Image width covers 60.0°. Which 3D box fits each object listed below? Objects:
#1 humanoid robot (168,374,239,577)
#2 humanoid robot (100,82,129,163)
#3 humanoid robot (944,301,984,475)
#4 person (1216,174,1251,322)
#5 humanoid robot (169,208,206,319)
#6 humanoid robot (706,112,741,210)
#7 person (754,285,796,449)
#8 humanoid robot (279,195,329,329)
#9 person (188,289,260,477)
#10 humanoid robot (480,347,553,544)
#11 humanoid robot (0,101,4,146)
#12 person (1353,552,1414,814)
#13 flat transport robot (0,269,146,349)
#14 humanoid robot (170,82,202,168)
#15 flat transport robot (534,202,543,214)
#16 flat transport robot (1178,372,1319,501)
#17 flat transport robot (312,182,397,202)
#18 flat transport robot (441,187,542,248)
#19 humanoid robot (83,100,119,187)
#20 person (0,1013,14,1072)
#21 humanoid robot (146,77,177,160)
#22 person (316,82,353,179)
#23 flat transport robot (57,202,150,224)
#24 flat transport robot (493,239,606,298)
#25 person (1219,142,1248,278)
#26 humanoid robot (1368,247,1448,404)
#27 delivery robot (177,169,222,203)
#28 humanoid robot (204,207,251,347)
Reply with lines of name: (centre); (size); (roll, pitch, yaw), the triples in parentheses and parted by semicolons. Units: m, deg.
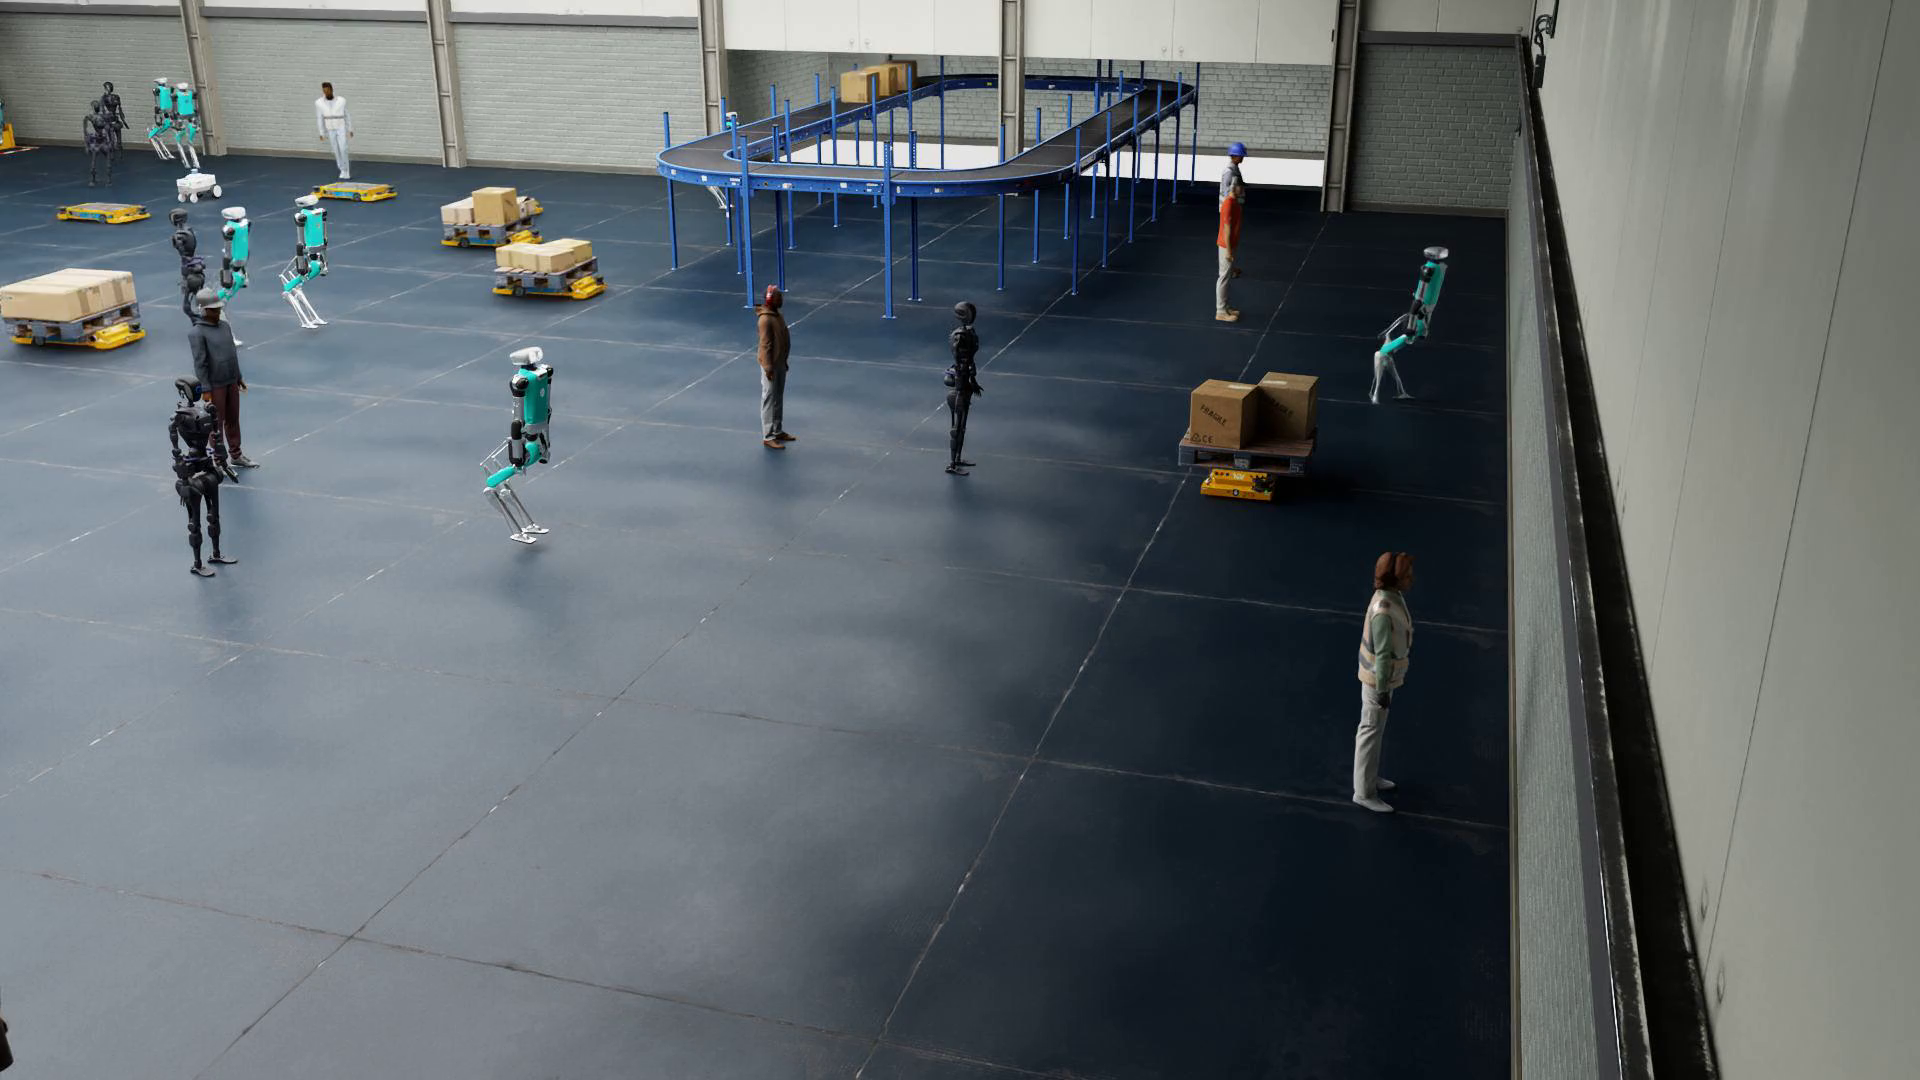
humanoid robot: (-6.217, -0.553, 13.635); (0.315, 1.657, 0.599); (6, 22, 16)
humanoid robot: (-17.829, -8.809, 35.048); (0.315, 1.657, 0.599); (6, 22, 16)
humanoid robot: (0.032, -1.486, 16.051); (0.315, 1.659, 0.599); (6, 22, 16)
person: (3.584, -3.848, 21.879); (0.395, 1.912, 0.476); (6, 22, 16)
humanoid robot: (-9.656, -3.364, 20.968); (0.376, 1.639, 0.594); (-5, 22, -13)
humanoid robot: (-4.219, -6.682, 29.281); (0.735, 1.677, 0.533); (6, 22, 16)
person: (-1.888, -1.757, 16.809); (0.333, 1.651, 0.462); (6, 22, 16)
humanoid robot: (-8.385, -3.545, 21.141); (0.735, 1.681, 0.533); (6, 22, 16)
person: (-7.113, -1.521, 15.976); (0.367, 1.812, 0.544); (6, 22, 16)
humanoid robot: (-3.792, -0.819, 14.074); (0.735, 1.677, 0.533); (6, 22, 16)
humanoid robot: (-19.036, -7.821, 32.508); (0.823, 1.824, 0.545); (2, 21, 6)
person: (2.560, 0.842, 10.084); (0.306, 1.640, 0.516); (6, 22, 16)
flat transport robot: (-11.104, -2.601, 20.925); (1.431, 0.231, 0.659); (5, 22, 12)
humanoid robot: (-15.996, -8.511, 34.267); (0.785, 1.825, 0.559); (18, 28, 39)
flat transport robot: (-7.921, -5.703, 28.969); (0.659, 0.231, 1.431); (6, 22, 16)
flat transport robot: (2.769, -0.708, 16.015); (0.659, 0.231, 1.431); (6, 22, 16)
flat transport robot: (-11.304, -6.497, 31.028); (1.431, 0.231, 0.659); (8, 22, 19)
flat transport robot: (-7.538, -4.888, 26.856); (1.431, 0.231, 0.659); (5, 22, 12)
humanoid robot: (-16.584, -7.635, 32.036); (0.475, 1.645, 0.606); (19, 28, 40)
person: (-4.133, 2.010, 6.792); (0.365, 1.836, 0.507); (6, 22, 16)
humanoid robot: (-16.806, -8.834, 34.865); (0.735, 1.677, 0.533); (6, 22, 16)
person: (-12.381, -8.105, 32.943); (0.605, 1.887, 0.707); (-2, 21, -6)
flat transport robot: (-14.908, -5.691, 28.937); (1.431, 0.231, 0.659); (8, 22, 19)
flat transport robot: (-5.806, -3.603, 23.522); (1.431, 0.231, 0.659); (5, 22, 12)
person: (3.988, -4.856, 24.437); (0.379, 1.950, 0.606); (6, 22, 16)
humanoid robot: (4.835, -2.367, 18.277); (0.874, 1.769, 0.590); (15, 26, 33)
delivery robot: (-14.118, -6.564, 30.765); (0.499, 0.566, 0.739); (6, 22, 16)
humanoid robot: (-9.081, -3.205, 20.475); (0.827, 1.782, 0.554); (1, 21, 3)
